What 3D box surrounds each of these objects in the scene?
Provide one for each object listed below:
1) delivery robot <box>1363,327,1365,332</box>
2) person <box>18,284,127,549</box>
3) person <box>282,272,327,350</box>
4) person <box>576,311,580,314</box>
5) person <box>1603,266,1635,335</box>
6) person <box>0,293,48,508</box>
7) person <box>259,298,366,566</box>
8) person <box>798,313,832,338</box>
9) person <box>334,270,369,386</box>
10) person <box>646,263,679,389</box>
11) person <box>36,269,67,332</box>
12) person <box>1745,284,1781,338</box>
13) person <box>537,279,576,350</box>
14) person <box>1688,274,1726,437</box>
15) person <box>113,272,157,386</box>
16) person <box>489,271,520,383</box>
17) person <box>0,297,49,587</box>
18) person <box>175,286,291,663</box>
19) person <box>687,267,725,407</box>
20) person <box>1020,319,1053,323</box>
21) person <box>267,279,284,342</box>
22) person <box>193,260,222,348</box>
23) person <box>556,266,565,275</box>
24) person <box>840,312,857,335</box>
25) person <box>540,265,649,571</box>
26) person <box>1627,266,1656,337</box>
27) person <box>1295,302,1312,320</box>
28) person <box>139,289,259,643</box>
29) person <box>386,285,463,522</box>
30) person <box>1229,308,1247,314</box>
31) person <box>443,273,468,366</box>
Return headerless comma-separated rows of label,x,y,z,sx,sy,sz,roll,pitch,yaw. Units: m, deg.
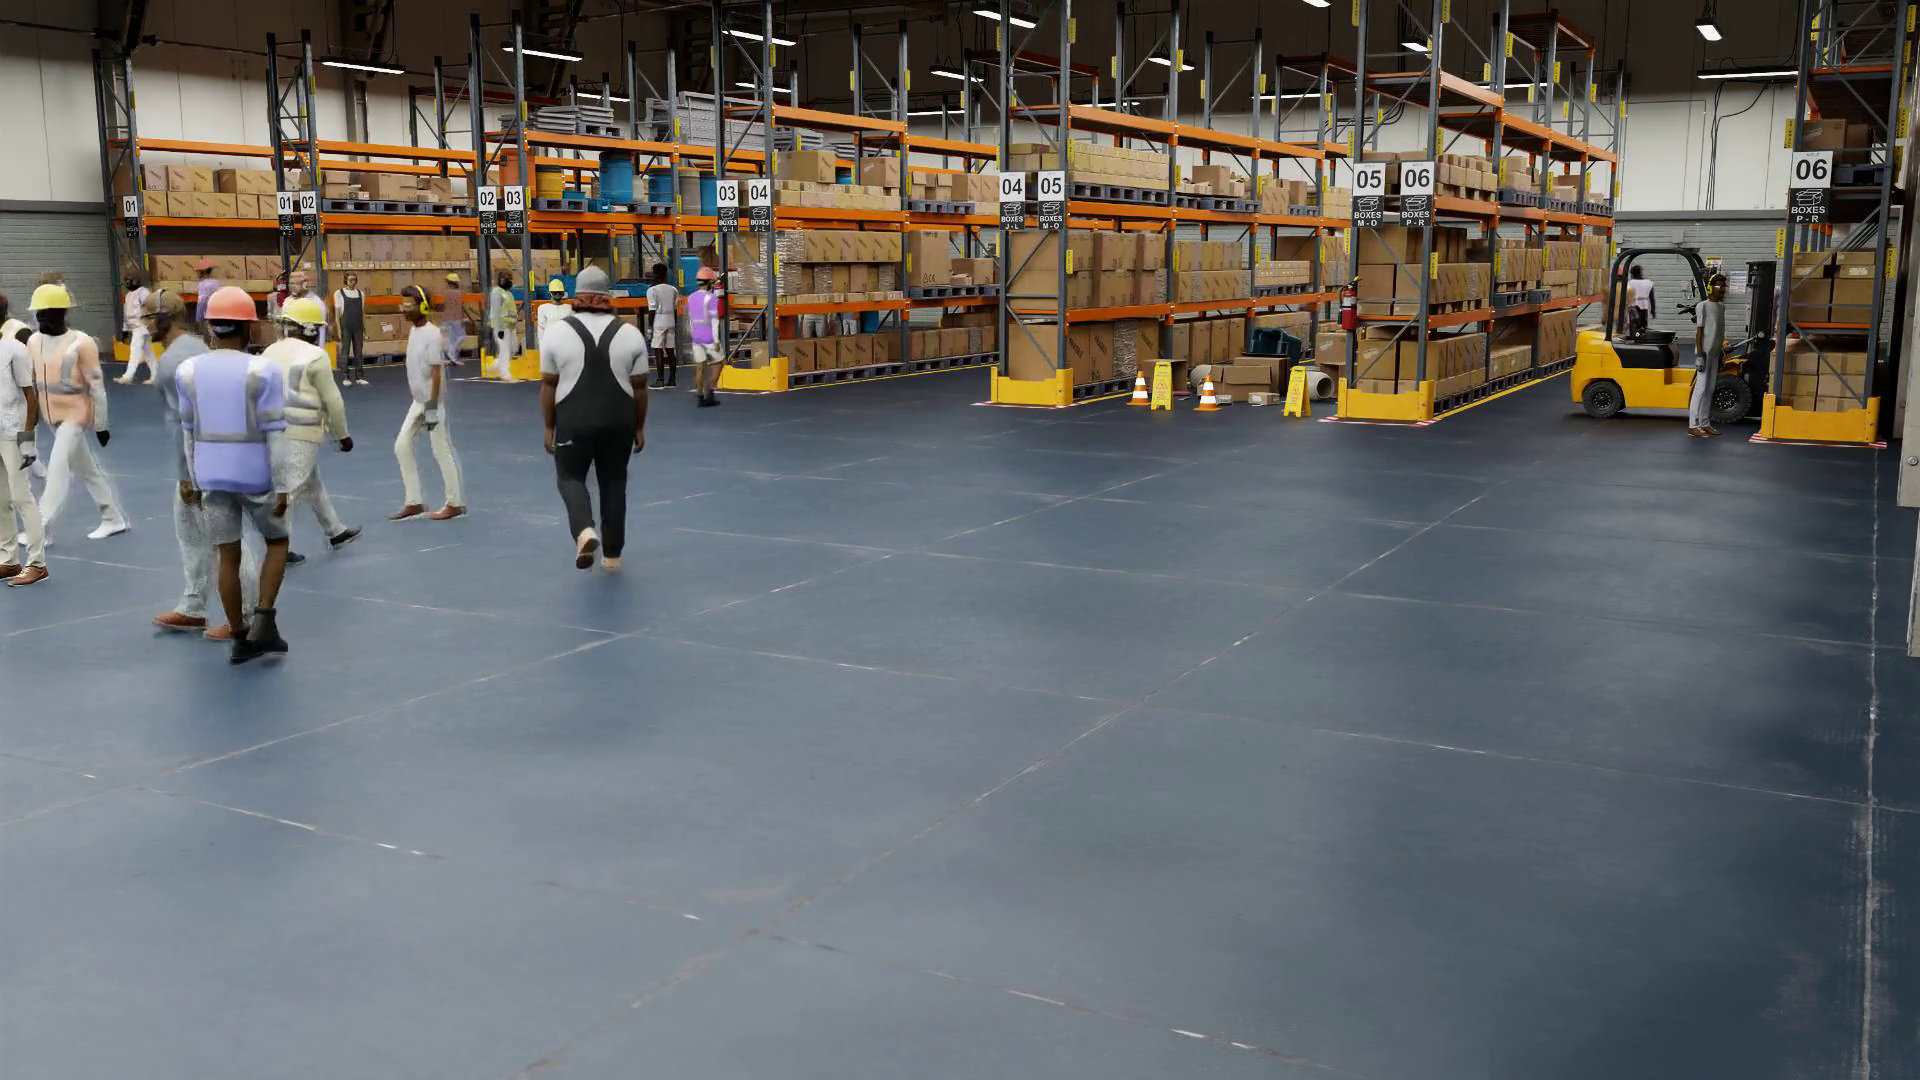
delivery robot,9.176,-4.654,37.555,0.707,0.478,0.477,-2,10,-10
person,-6.447,-0.885,11.916,0.587,1.871,1.009,5,11,26
person,-7.884,-2.259,19.916,0.672,1.882,0.621,4,11,23
person,-7.347,-4.073,31.276,0.539,1.624,0.386,5,11,29
person,12.207,-4.134,30.885,0.560,1.896,0.980,6,11,31
person,-7.523,-1.068,13.121,0.643,1.827,0.531,2,10,12
person,-4.380,-0.735,11.276,0.591,1.781,0.931,7,12,34
person,-2.566,-3.905,29.442,0.629,1.931,0.374,0,10,-1
person,-9.730,-3.384,26.624,0.345,1.847,0.504,9,13,43
person,-4.658,-3.335,25.980,0.367,1.966,0.607,7,12,35
person,-11.196,-2.355,20.406,0.740,1.916,0.634,-6,11,-29
person,13.918,-3.792,28.810,0.580,1.918,0.401,5,11,25
person,-5.331,-2.566,22.063,0.523,1.769,0.316,-5,11,-27
person,8.656,-2.124,19.174,0.513,1.872,0.328,-7,12,-37
person,-13.247,-3.363,26.604,0.662,1.802,0.896,9,13,42
person,-7.453,-3.459,27.121,0.484,1.828,0.650,1,10,4
person,-6.040,-0.637,10.484,0.532,1.865,0.310,4,11,23
person,-3.674,-0.321,8.485,0.542,1.923,0.400,0,10,-3
person,-3.464,-2.775,22.826,0.580,1.921,0.454,7,12,35
person,1.228,-3.544,27.019,0.606,2.035,0.403,5,11,29
person,-13.546,-4.407,33.241,0.530,1.617,0.352,-1,10,-8
person,-13.436,-3.962,29.576,1.013,1.991,0.631,0,10,2
person,-9.096,-5.351,38.119,0.577,1.856,0.799,4,11,24
person,-2.118,-4.262,32.386,0.505,1.632,0.281,8,12,38
person,-2.376,-0.788,10.853,0.693,2.000,0.610,-4,10,-20
person,14.232,-4.801,34.874,0.737,1.851,0.897,0,10,-1
person,8.072,-5.537,39.204,0.970,1.853,0.651,-4,10,-22
person,-4.135,-0.386,8.959,0.665,1.904,0.629,-3,10,-15
person,-4.215,-1.045,12.921,0.731,1.843,0.551,-9,13,-41
person,6.199,-5.080,36.854,0.494,1.741,0.314,7,12,35
person,-9.547,-4.153,31.373,0.555,1.751,0.398,8,13,40
